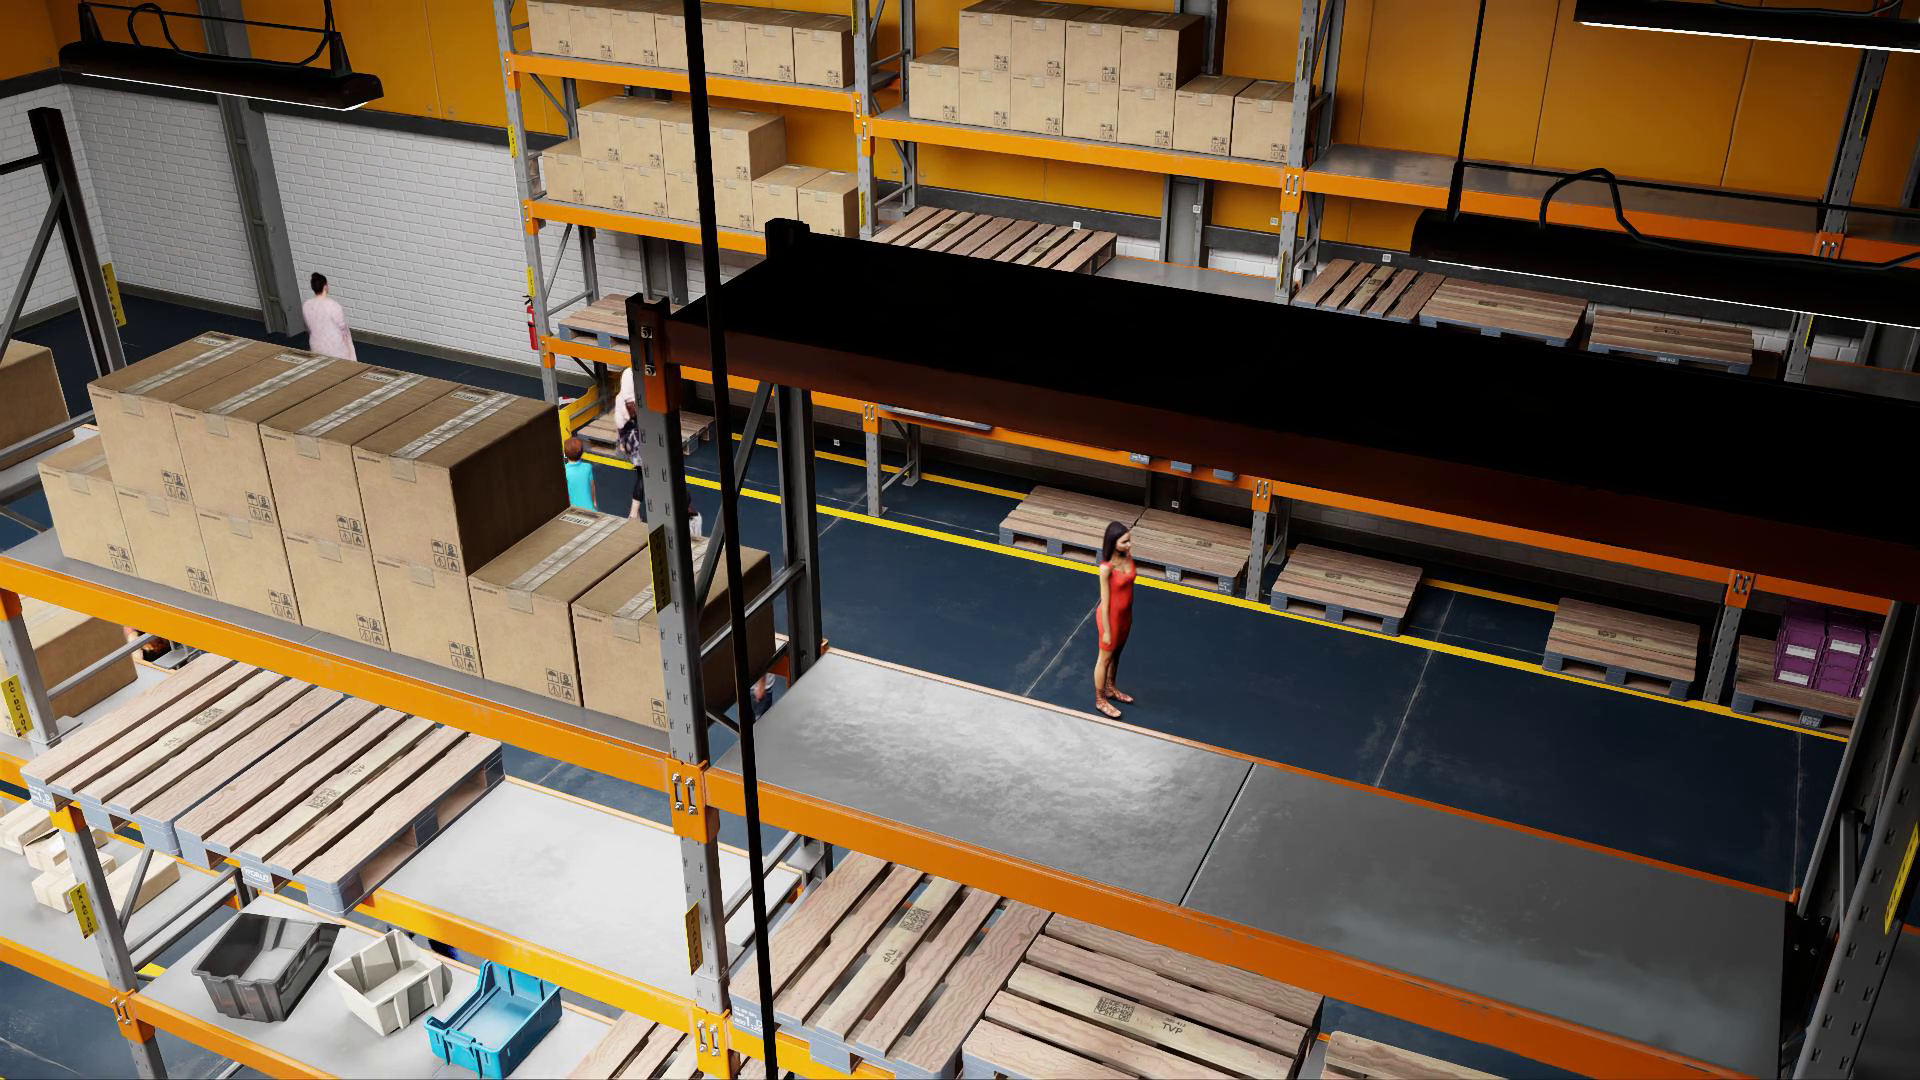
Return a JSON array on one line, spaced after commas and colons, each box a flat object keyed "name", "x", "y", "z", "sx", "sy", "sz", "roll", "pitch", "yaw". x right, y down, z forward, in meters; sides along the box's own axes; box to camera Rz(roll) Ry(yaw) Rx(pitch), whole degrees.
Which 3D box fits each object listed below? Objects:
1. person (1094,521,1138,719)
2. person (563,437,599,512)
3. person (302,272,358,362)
[{"name": "person", "x": 1.265, "y": 0.631, "z": 13.661, "sx": 0.548, "sy": 1.719, "sz": 0.600, "roll": 16, "pitch": 32, "yaw": 27}, {"name": "person", "x": -3.517, "y": -0.254, "z": 15.597, "sx": 0.794, "sy": 1.419, "sz": 1.040, "roll": -24, "pitch": 37, "yaw": -36}, {"name": "person", "x": -7.128, "y": -2.188, "z": 18.804, "sx": 0.589, "sy": 1.743, "sz": 0.776, "roll": 9, "pitch": 30, "yaw": 16}]
